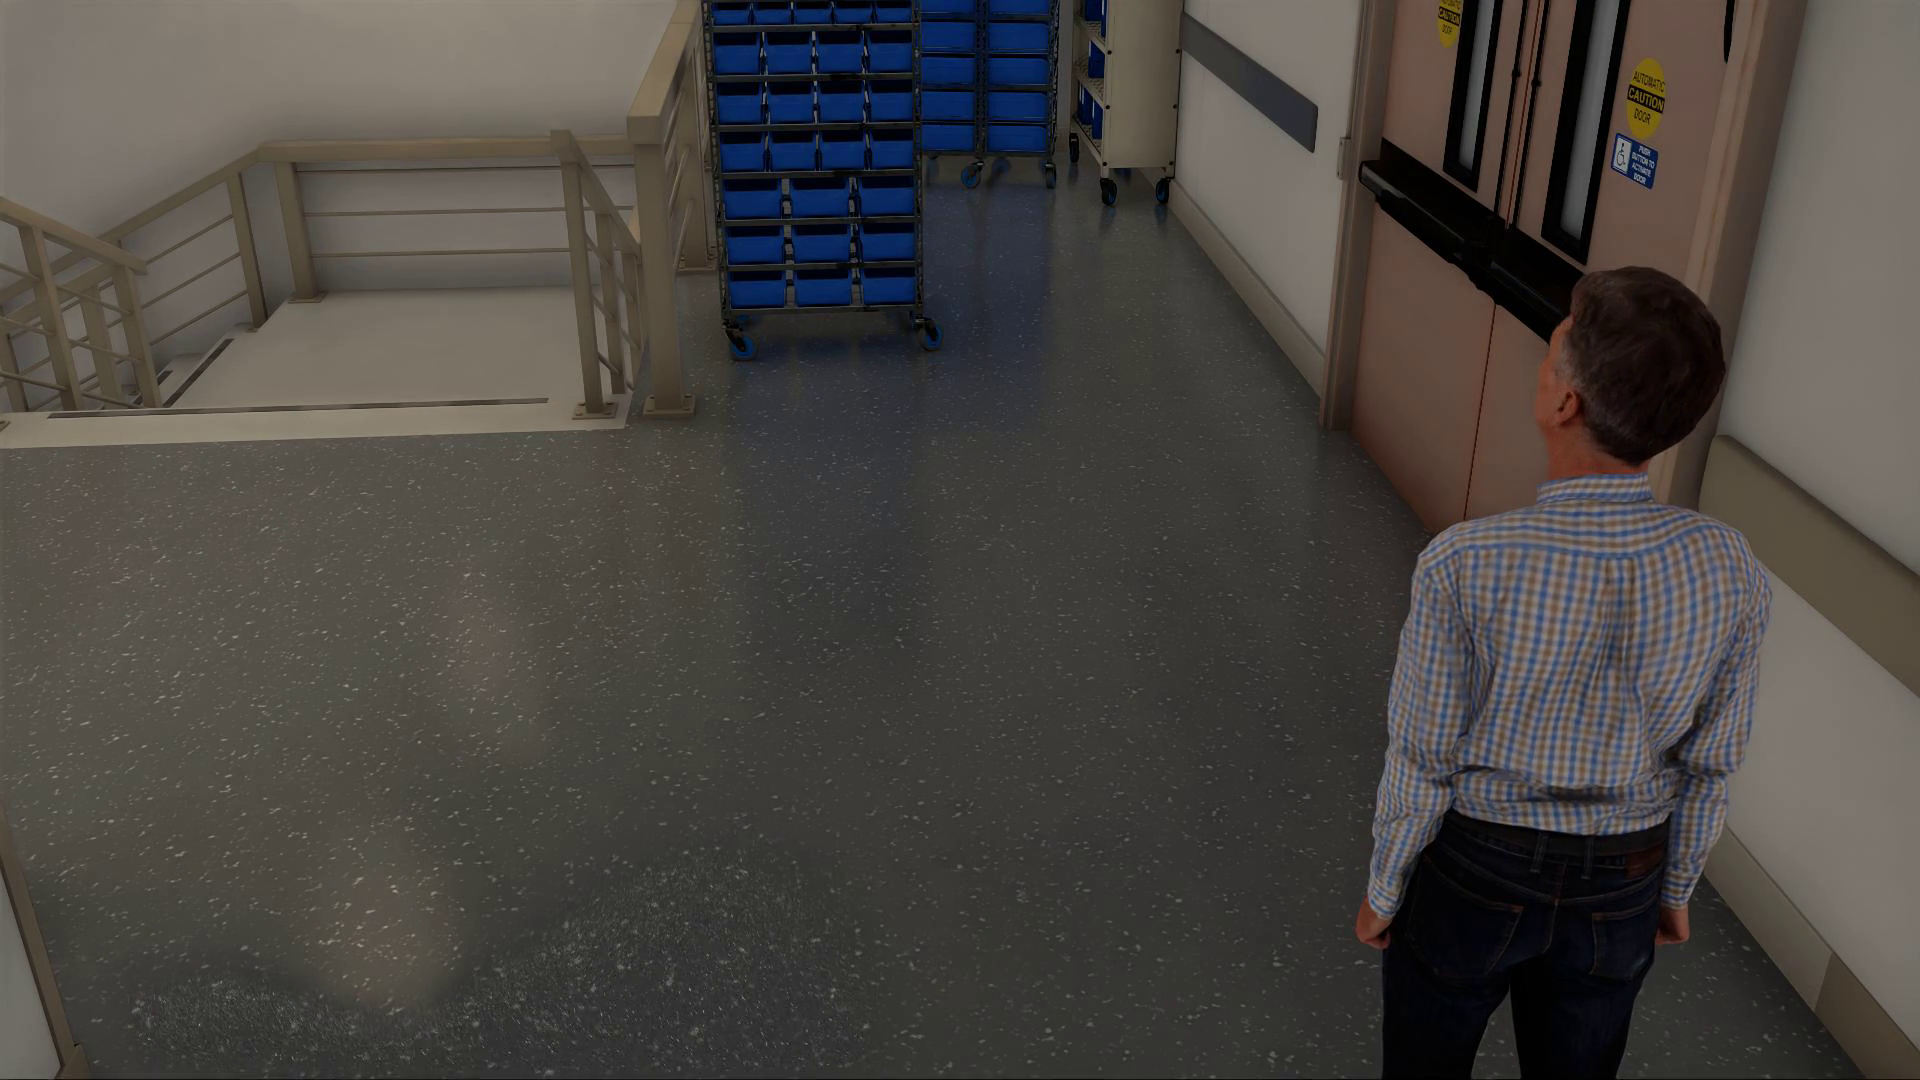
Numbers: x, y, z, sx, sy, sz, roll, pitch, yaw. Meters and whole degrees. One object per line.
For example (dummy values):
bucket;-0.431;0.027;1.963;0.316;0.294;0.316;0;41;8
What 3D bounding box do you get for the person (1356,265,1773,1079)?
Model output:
person;0.829;0.487;2.427;0.681;1.818;0.596;1;26;2
